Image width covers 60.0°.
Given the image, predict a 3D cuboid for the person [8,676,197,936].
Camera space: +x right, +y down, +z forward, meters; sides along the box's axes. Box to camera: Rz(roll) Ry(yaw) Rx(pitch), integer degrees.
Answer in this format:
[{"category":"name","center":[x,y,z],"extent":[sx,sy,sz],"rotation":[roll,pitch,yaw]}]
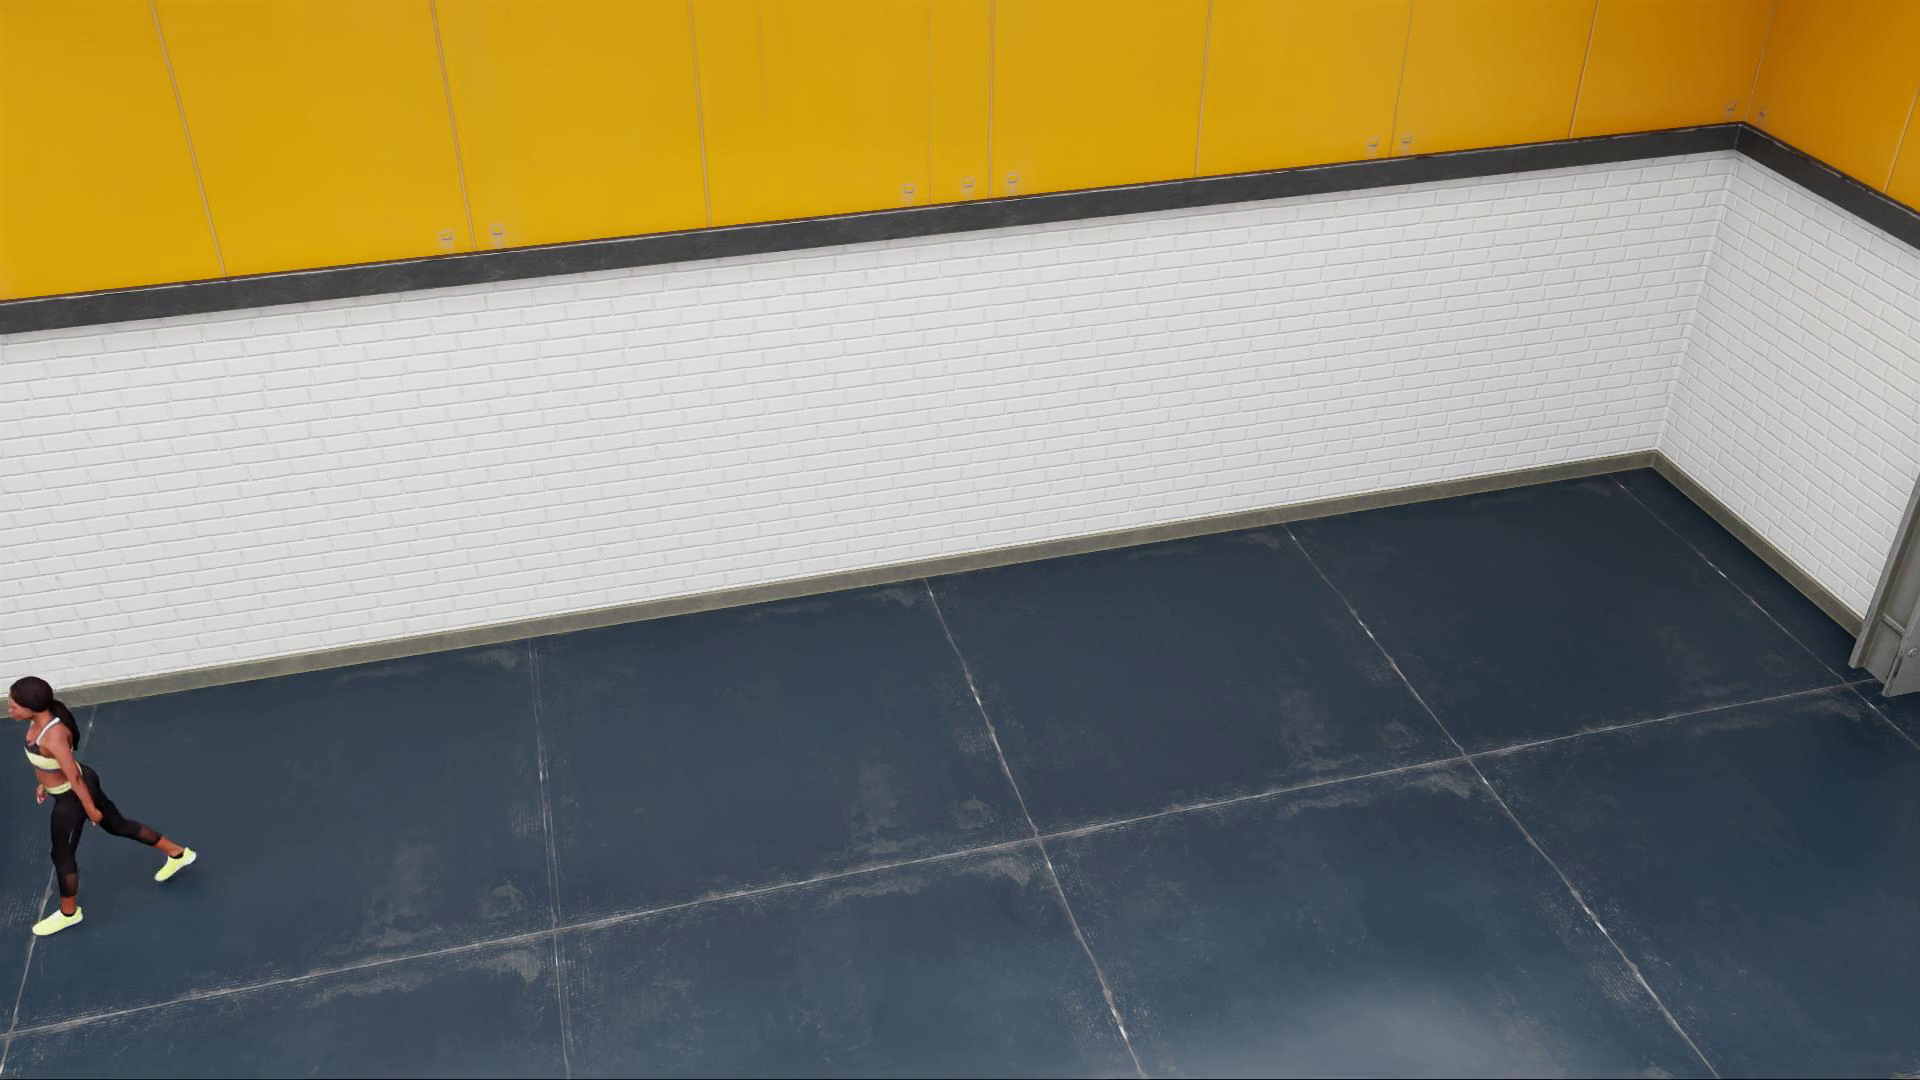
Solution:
[{"category":"person","center":[-4.992,1.447,9.590],"extent":[0.827,1.712,1.149],"rotation":[-18,38,-25]}]
